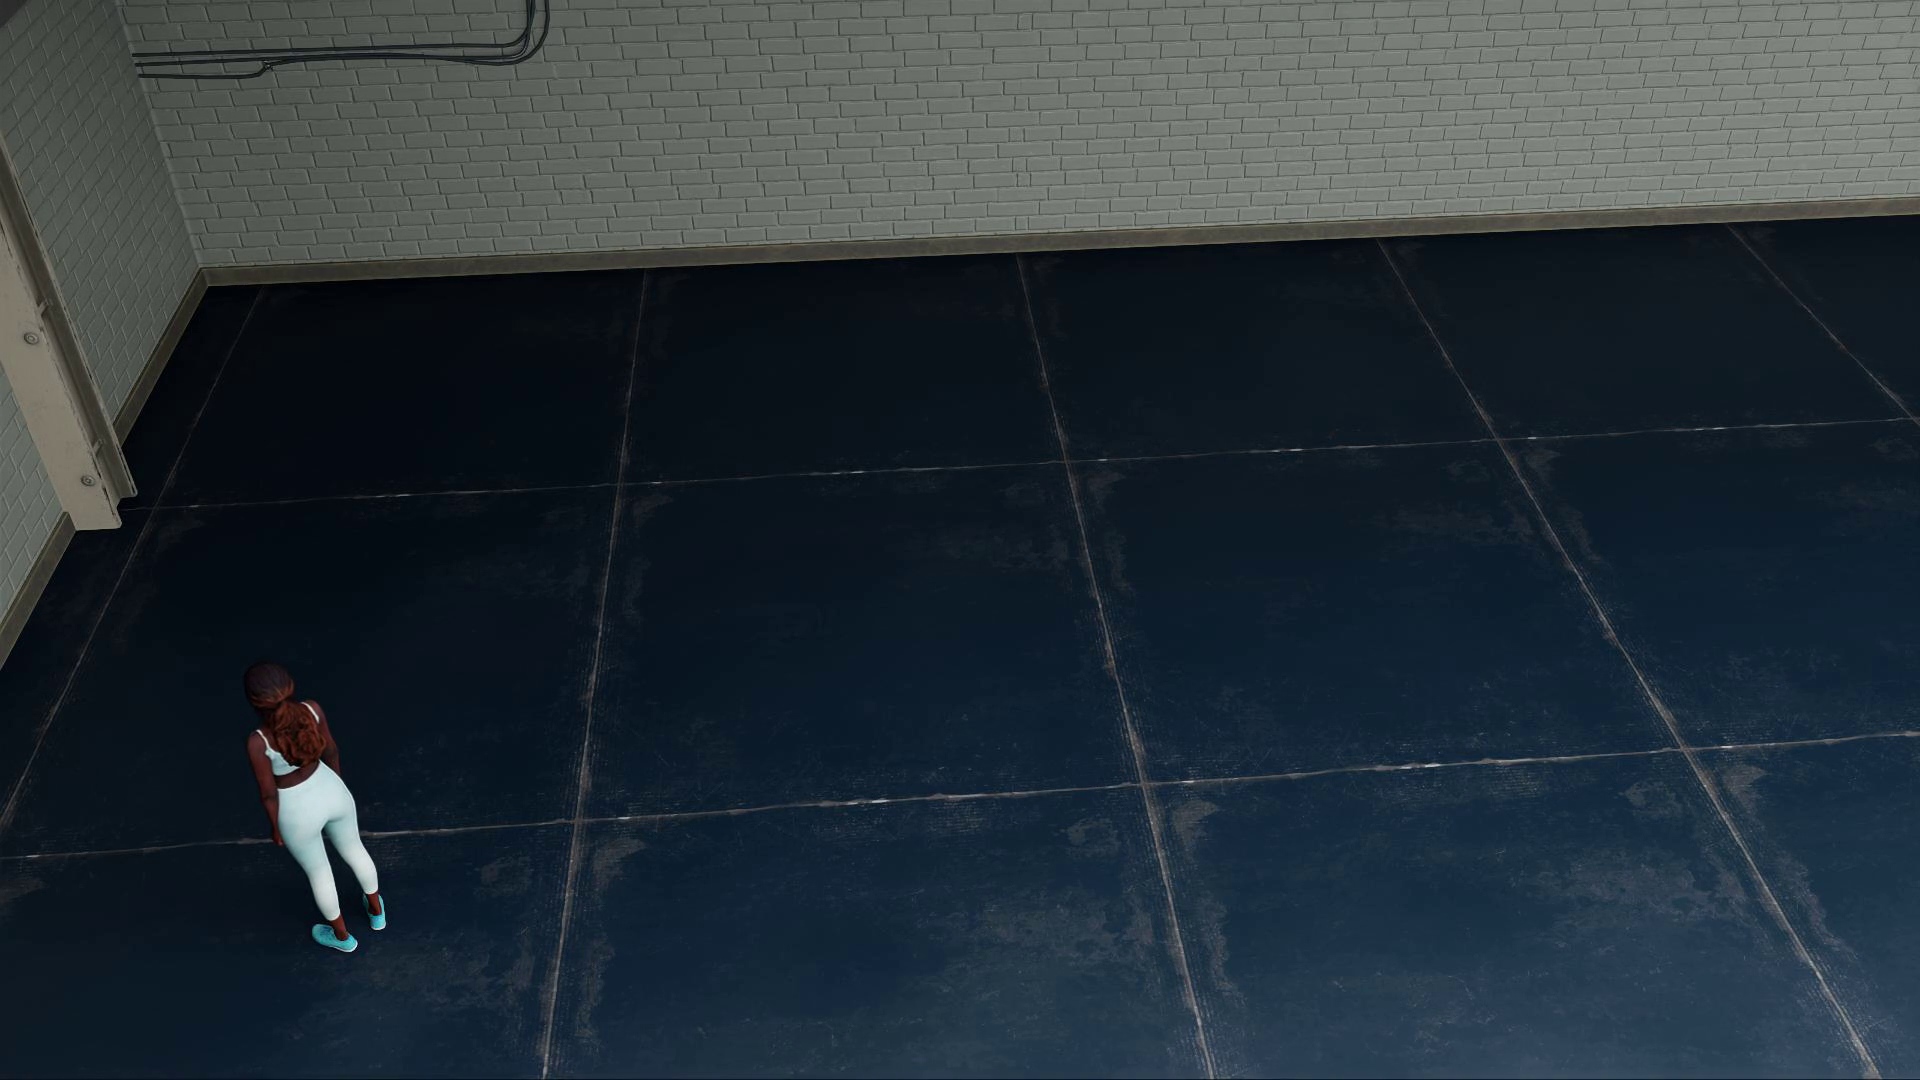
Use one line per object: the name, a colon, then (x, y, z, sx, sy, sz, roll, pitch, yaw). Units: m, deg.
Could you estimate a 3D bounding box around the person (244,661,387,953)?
person: (-2.964, 1.227, 7.613, 0.710, 1.725, 0.644, 25, 45, 29)
